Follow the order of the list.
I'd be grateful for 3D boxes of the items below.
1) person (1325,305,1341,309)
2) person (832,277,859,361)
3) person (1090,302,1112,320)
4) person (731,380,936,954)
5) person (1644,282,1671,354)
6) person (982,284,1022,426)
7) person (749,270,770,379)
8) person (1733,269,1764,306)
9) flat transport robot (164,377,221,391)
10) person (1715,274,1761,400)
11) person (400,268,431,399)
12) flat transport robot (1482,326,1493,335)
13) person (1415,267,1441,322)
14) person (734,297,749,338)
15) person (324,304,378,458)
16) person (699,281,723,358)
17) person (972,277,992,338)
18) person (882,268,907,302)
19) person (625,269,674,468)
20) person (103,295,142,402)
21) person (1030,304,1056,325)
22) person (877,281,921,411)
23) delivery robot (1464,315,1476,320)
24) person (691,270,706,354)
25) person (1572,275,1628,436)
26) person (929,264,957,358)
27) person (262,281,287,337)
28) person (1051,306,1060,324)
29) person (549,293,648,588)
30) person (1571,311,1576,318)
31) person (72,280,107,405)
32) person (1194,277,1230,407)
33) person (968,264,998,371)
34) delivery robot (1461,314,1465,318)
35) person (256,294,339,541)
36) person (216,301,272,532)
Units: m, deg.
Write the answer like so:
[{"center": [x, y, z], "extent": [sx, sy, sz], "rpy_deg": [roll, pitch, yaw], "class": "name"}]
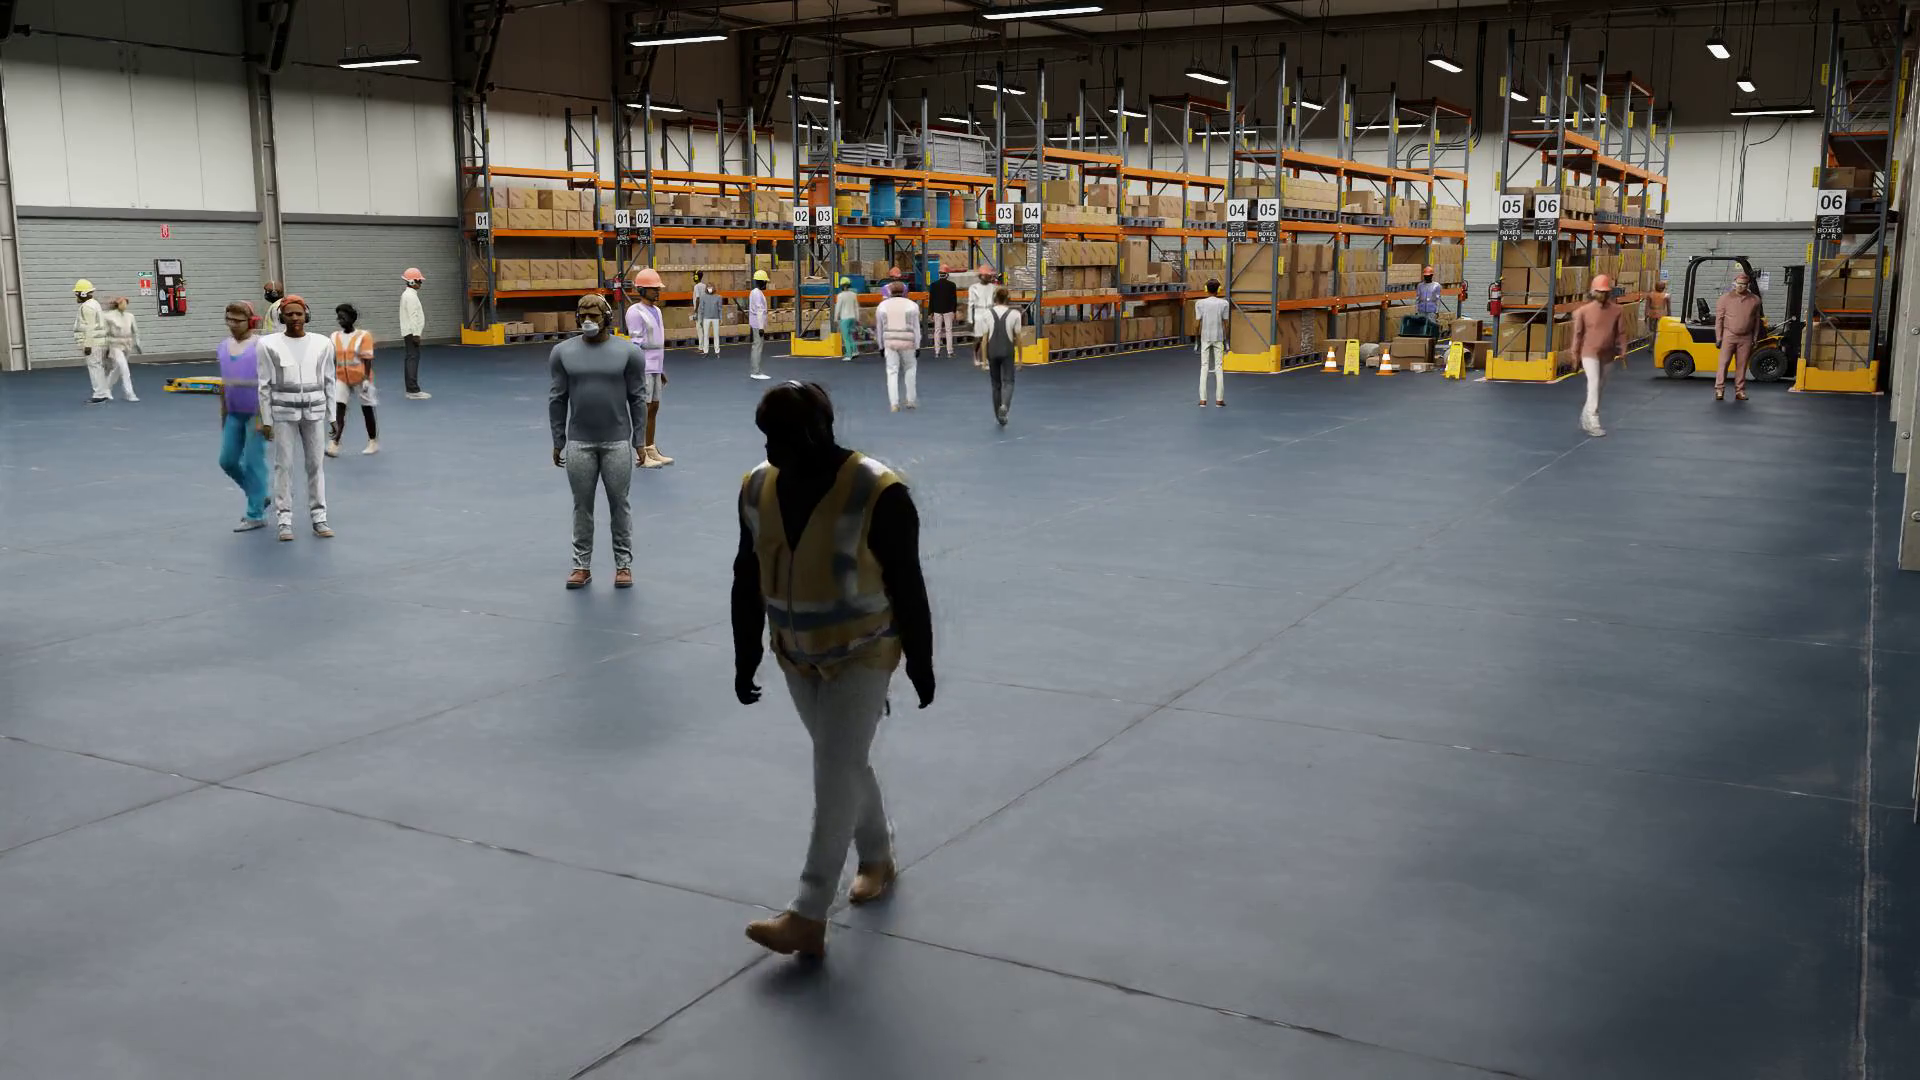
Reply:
[{"center": [9.324, -5.691, 41.319], "extent": [0.514, 1.644, 0.308], "rpy_deg": [2, 10, 10], "class": "person"}, {"center": [-2.345, -4.572, 34.464], "extent": [0.432, 1.747, 0.555], "rpy_deg": [8, 12, 39], "class": "person"}, {"center": [3.417, -5.562, 40.255], "extent": [0.534, 1.754, 0.376], "rpy_deg": [3, 10, 18], "class": "person"}, {"center": [-0.427, 0.383, 5.322], "extent": [0.652, 1.786, 0.959], "rpy_deg": [6, 11, 32], "class": "person"}, {"center": [15.622, -4.971, 37.220], "extent": [0.540, 1.589, 0.875], "rpy_deg": [5, 11, 28], "class": "person"}, {"center": [0.525, -2.323, 21.086], "extent": [0.510, 1.826, 0.676], "rpy_deg": [1, 10, 7], "class": "person"}, {"center": [-3.544, -3.812, 29.488], "extent": [0.383, 1.924, 0.594], "rpy_deg": [-2, 10, -13], "class": "person"}, {"center": [16.843, -4.828, 35.561], "extent": [0.647, 1.889, 0.521], "rpy_deg": [8, 12, 37], "class": "person"}, {"center": [-11.919, -2.487, 26.576], "extent": [1.431, 0.197, 0.652], "rpy_deg": [3, 10, 19], "class": "flat transport robot"}, {"center": [11.777, -3.064, 25.186], "extent": [0.643, 1.905, 0.400], "rpy_deg": [1, 10, 7], "class": "person"}, {"center": [-8.364, -3.162, 25.481], "extent": [0.393, 1.995, 0.612], "rpy_deg": [-5, 11, -25], "class": "person"}, {"center": [14.795, -5.751, 45.685], "extent": [0.652, 0.197, 1.431], "rpy_deg": [5, 11, 26], "class": "flat transport robot"}, {"center": [10.499, -5.164, 37.376], "extent": [0.551, 1.935, 0.375], "rpy_deg": [6, 11, 31], "class": "person"}, {"center": [-5.798, -6.187, 44.255], "extent": [0.497, 1.633, 0.284], "rpy_deg": [6, 11, 31], "class": "person"}, {"center": [-6.590, -1.705, 17.940], "extent": [0.542, 1.654, 0.859], "rpy_deg": [2, 10, 9], "class": "person"}, {"center": [-5.349, -4.737, 35.761], "extent": [0.507, 1.633, 0.276], "rpy_deg": [-1, 10, -8], "class": "person"}, {"center": [0.552, -4.938, 36.422], "extent": [0.534, 1.816, 0.998], "rpy_deg": [2, 10, 14], "class": "person"}, {"center": [-1.349, -4.716, 34.756], "extent": [0.553, 1.934, 0.367], "rpy_deg": [-3, 10, -19], "class": "person"}, {"center": [-3.194, -1.765, 17.166], "extent": [0.370, 2.044, 0.608], "rpy_deg": [2, 10, 13], "class": "person"}, {"center": [-12.702, -2.888, 25.064], "extent": [0.842, 1.597, 0.523], "rpy_deg": [4, 10, 22], "class": "person"}, {"center": [1.884, -5.206, 37.660], "extent": [0.623, 1.932, 0.370], "rpy_deg": [0, 10, 0], "class": "person"}, {"center": [-0.841, -2.754, 23.615], "extent": [0.647, 1.808, 0.834], "rpy_deg": [2, 10, 10], "class": "person"}, {"center": [13.857, -5.916, 45.547], "extent": [0.707, 0.478, 0.477], "rpy_deg": [-2, 10, -11], "class": "delivery robot"}, {"center": [-5.838, -5.094, 37.165], "extent": [0.319, 1.870, 0.532], "rpy_deg": [2, 10, 12], "class": "person"}, {"center": [7.818, -2.277, 20.436], "extent": [0.614, 1.961, 0.955], "rpy_deg": [-1, 10, -4], "class": "person"}, {"center": [-0.355, -4.907, 35.701], "extent": [0.612, 1.995, 0.393], "rpy_deg": [3, 10, 16], "class": "person"}, {"center": [-9.260, -2.594, 22.640], "extent": [0.429, 1.836, 0.628], "rpy_deg": [-3, 10, -16], "class": "person"}, {"center": [2.353, -6.262, 43.901], "extent": [0.600, 1.917, 1.029], "rpy_deg": [5, 11, 28], "class": "person"}, {"center": [-2.370, -0.646, 10.917], "extent": [0.638, 1.938, 0.356], "rpy_deg": [0, 10, -3], "class": "person"}, {"center": [15.169, -5.762, 40.872], "extent": [0.544, 1.939, 0.354], "rpy_deg": [3, 10, 15], "class": "person"}, {"center": [-12.791, -2.904, 24.449], "extent": [0.404, 1.829, 0.600], "rpy_deg": [-3, 10, -18], "class": "person"}, {"center": [3.651, -2.859, 24.081], "extent": [0.513, 1.872, 0.328], "rpy_deg": [2, 10, 10], "class": "person"}, {"center": [0.458, -4.222, 31.607], "extent": [0.610, 2.027, 0.602], "rpy_deg": [-2, 10, -10], "class": "person"}, {"center": [13.951, -6.016, 46.130], "extent": [0.477, 0.478, 0.707], "rpy_deg": [-2, 10, -10], "class": "delivery robot"}, {"center": [-5.086, -0.941, 12.815], "extent": [0.575, 1.882, 0.359], "rpy_deg": [-6, 11, -32], "class": "person"}, {"center": [-5.692, -0.985, 13.236], "extent": [0.572, 1.825, 0.485], "rpy_deg": [4, 10, 21], "class": "person"}]
